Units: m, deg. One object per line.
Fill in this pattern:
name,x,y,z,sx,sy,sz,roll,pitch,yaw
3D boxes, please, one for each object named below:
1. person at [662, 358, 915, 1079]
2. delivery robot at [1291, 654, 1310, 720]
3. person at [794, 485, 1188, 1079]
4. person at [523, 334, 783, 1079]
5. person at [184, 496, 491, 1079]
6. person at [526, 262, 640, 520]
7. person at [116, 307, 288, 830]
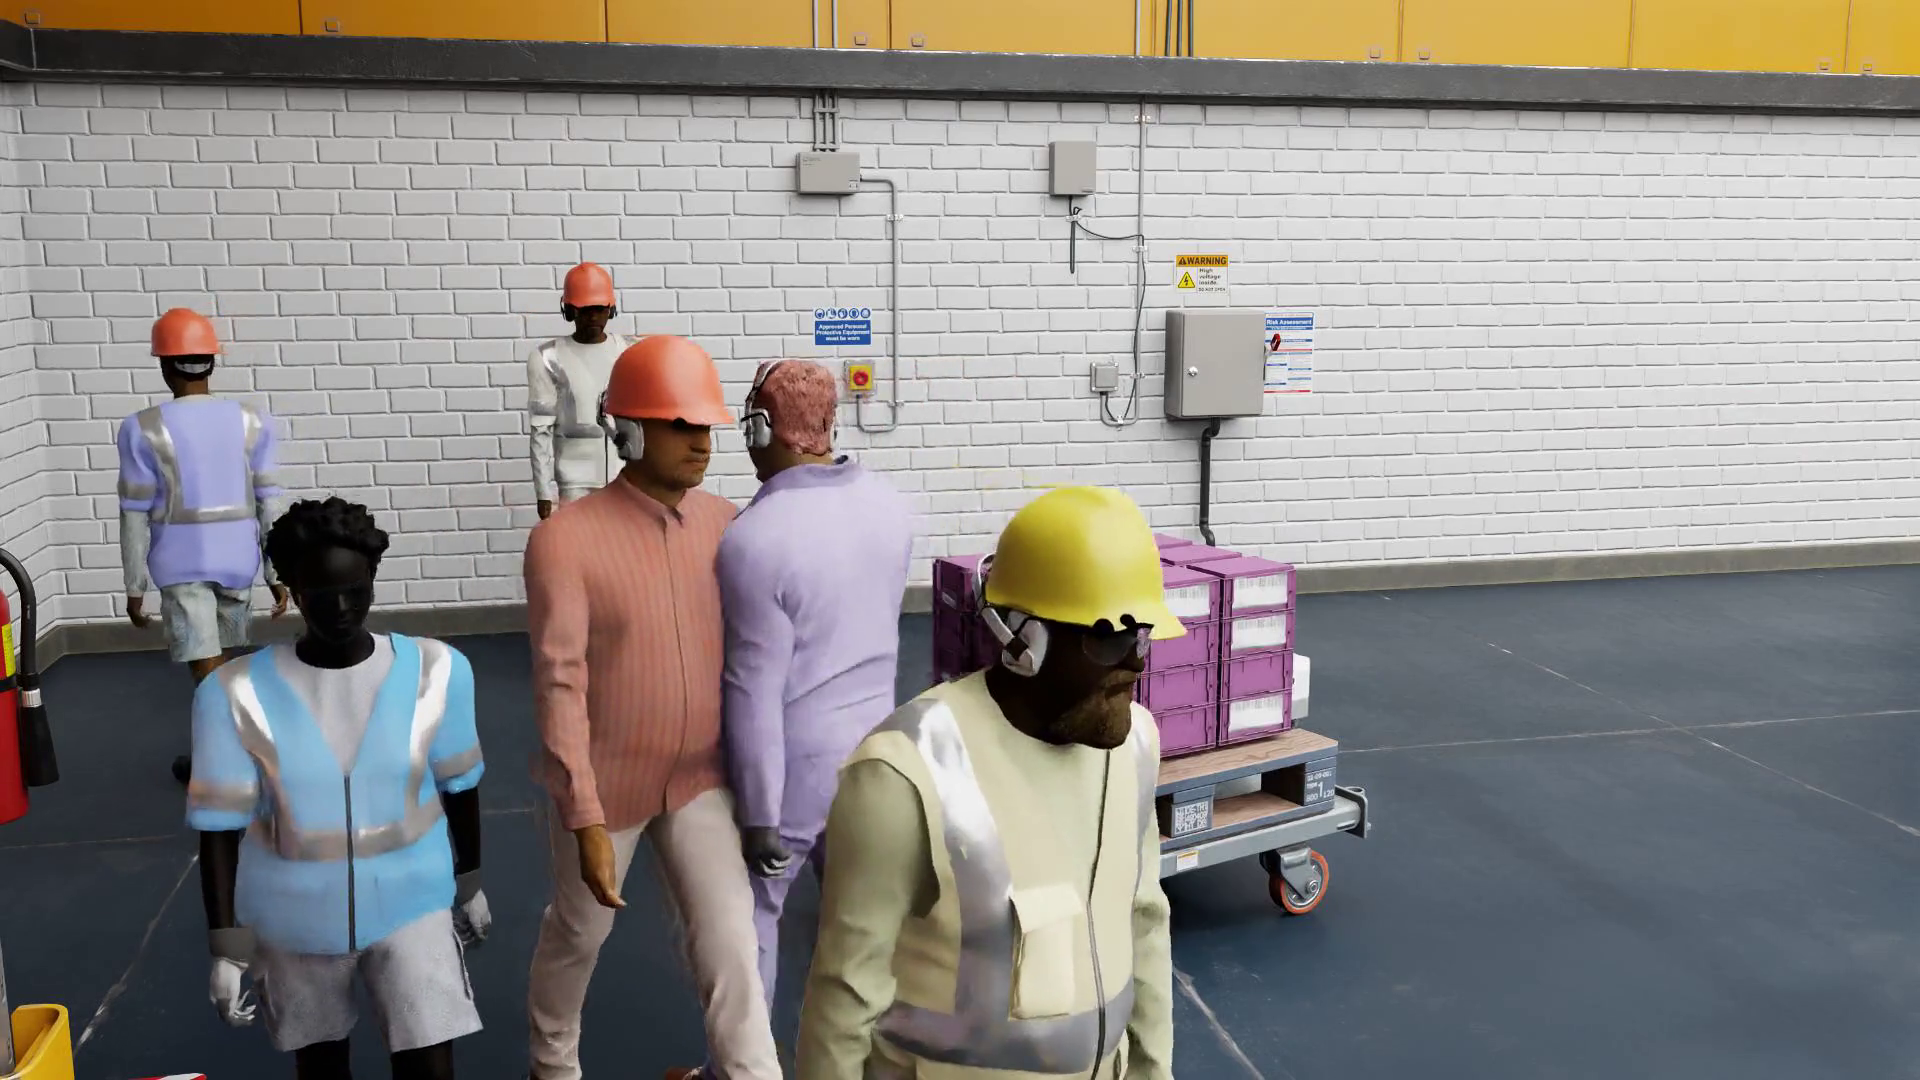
person,-0.308,0.512,3.878,0.862,1.871,0.651,7,12,32
delivery robot,1.089,0.599,6.771,0.707,0.478,0.477,-7,12,-34
person,0.116,0.817,2.378,0.730,1.795,0.619,9,14,41
person,-0.681,0.523,3.660,0.622,1.939,1.081,-10,14,-43
person,-1.166,0.742,3.184,0.553,1.649,0.868,-4,11,-22
person,-1.718,-0.291,7.894,0.612,2.029,0.407,-6,12,-29
person,-2.776,0.095,6.141,1.002,1.897,0.549,10,14,43
